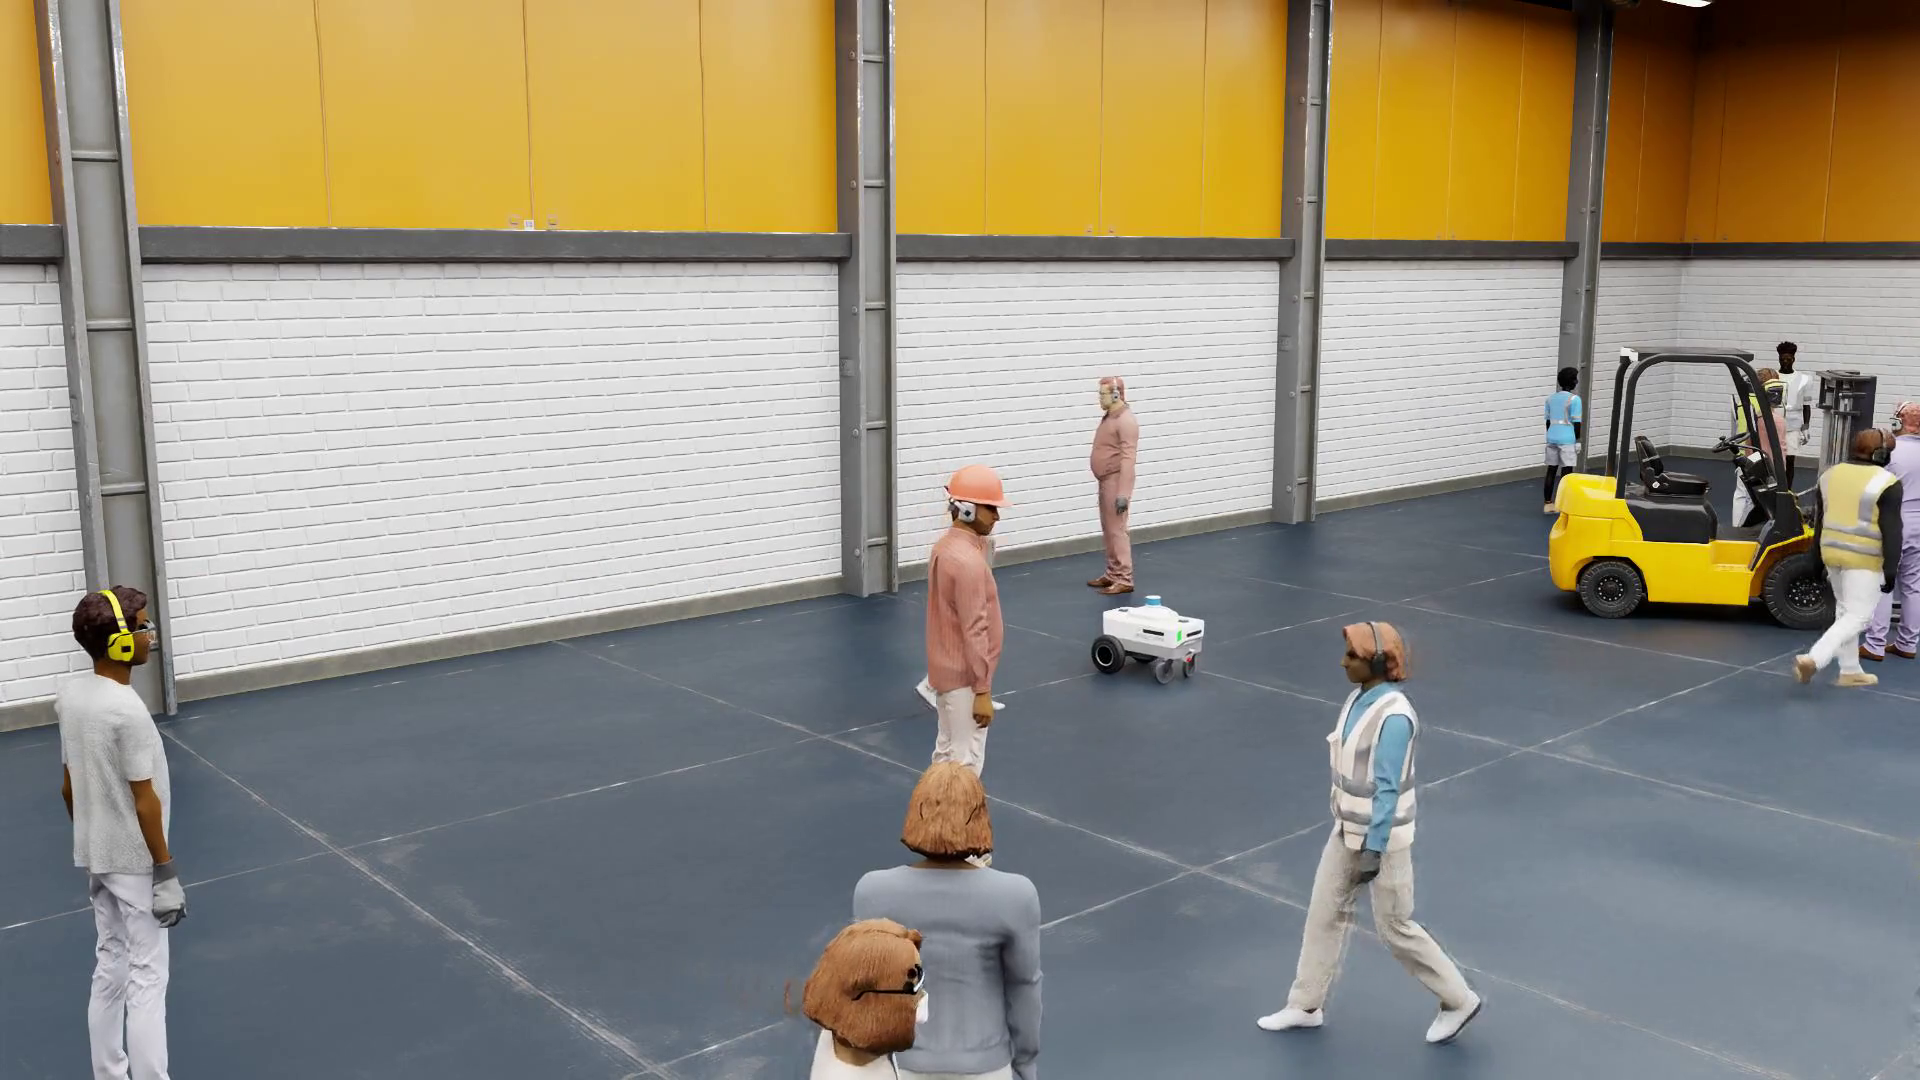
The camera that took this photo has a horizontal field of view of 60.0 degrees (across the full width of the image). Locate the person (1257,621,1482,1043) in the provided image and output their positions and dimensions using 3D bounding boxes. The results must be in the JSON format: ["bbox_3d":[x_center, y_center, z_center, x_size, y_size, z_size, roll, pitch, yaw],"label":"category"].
[{"bbox_3d":[1.558,1.092,6.193,0.768,1.611,0.521,-2,10,-10],"label":"person"}]

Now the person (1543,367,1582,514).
[{"bbox_3d":[6.832,-1.109,18.833,0.321,1.697,0.530,-4,10,-22],"label":"person"}]

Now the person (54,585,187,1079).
[{"bbox_3d":[-2.757,1.076,5.536,0.519,1.874,0.326,7,12,34],"label":"person"}]

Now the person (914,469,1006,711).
[{"bbox_3d":[0.017,0.332,10.613,0.490,1.621,0.552,1,10,3],"label":"person"}]

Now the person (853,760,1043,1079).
[{"bbox_3d":[-0.034,1.386,4.415,0.501,1.632,0.280,1,10,4],"label":"person"}]

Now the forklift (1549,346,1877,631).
[{"bbox_3d":[6.109,-0.478,13.691,2.313,2.155,1.214,3,10,16],"label":"forklift"}]

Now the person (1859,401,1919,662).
[{"bbox_3d":[6.834,-0.062,12.135,0.647,1.901,0.402,-2,10,-12],"label":"person"}]

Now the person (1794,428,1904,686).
[{"bbox_3d":[5.954,0.148,11.160,0.796,1.811,0.656,-3,10,-19],"label":"person"}]

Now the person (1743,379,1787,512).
[{"bbox_3d":[7.770,-0.664,16.027,0.306,1.770,0.532,-2,10,-10],"label":"person"}]

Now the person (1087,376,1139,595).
[{"bbox_3d":[1.332,-0.473,14.538,0.403,1.901,0.703,-2,10,-11],"label":"person"}]

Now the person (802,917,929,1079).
[{"bbox_3d":[-0.226,1.554,3.554,0.842,1.592,0.515,-1,10,-6],"label":"person"}]

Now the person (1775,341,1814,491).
[{"bbox_3d":[9.521,-1.318,19.271,0.618,1.964,0.361,4,10,22],"label":"person"}]

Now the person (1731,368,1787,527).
[{"bbox_3d":[7.951,-0.787,16.532,0.429,1.844,0.621,-3,10,-19],"label":"person"}]

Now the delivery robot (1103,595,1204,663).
[{"bbox_3d":[1.358,0.634,11.697,0.707,0.478,0.477,9,13,41],"label":"delivery robot"}]

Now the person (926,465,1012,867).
[{"bbox_3d":[0.039,0.640,7.750,0.391,1.987,0.608,-3,10,-15],"label":"person"}]
